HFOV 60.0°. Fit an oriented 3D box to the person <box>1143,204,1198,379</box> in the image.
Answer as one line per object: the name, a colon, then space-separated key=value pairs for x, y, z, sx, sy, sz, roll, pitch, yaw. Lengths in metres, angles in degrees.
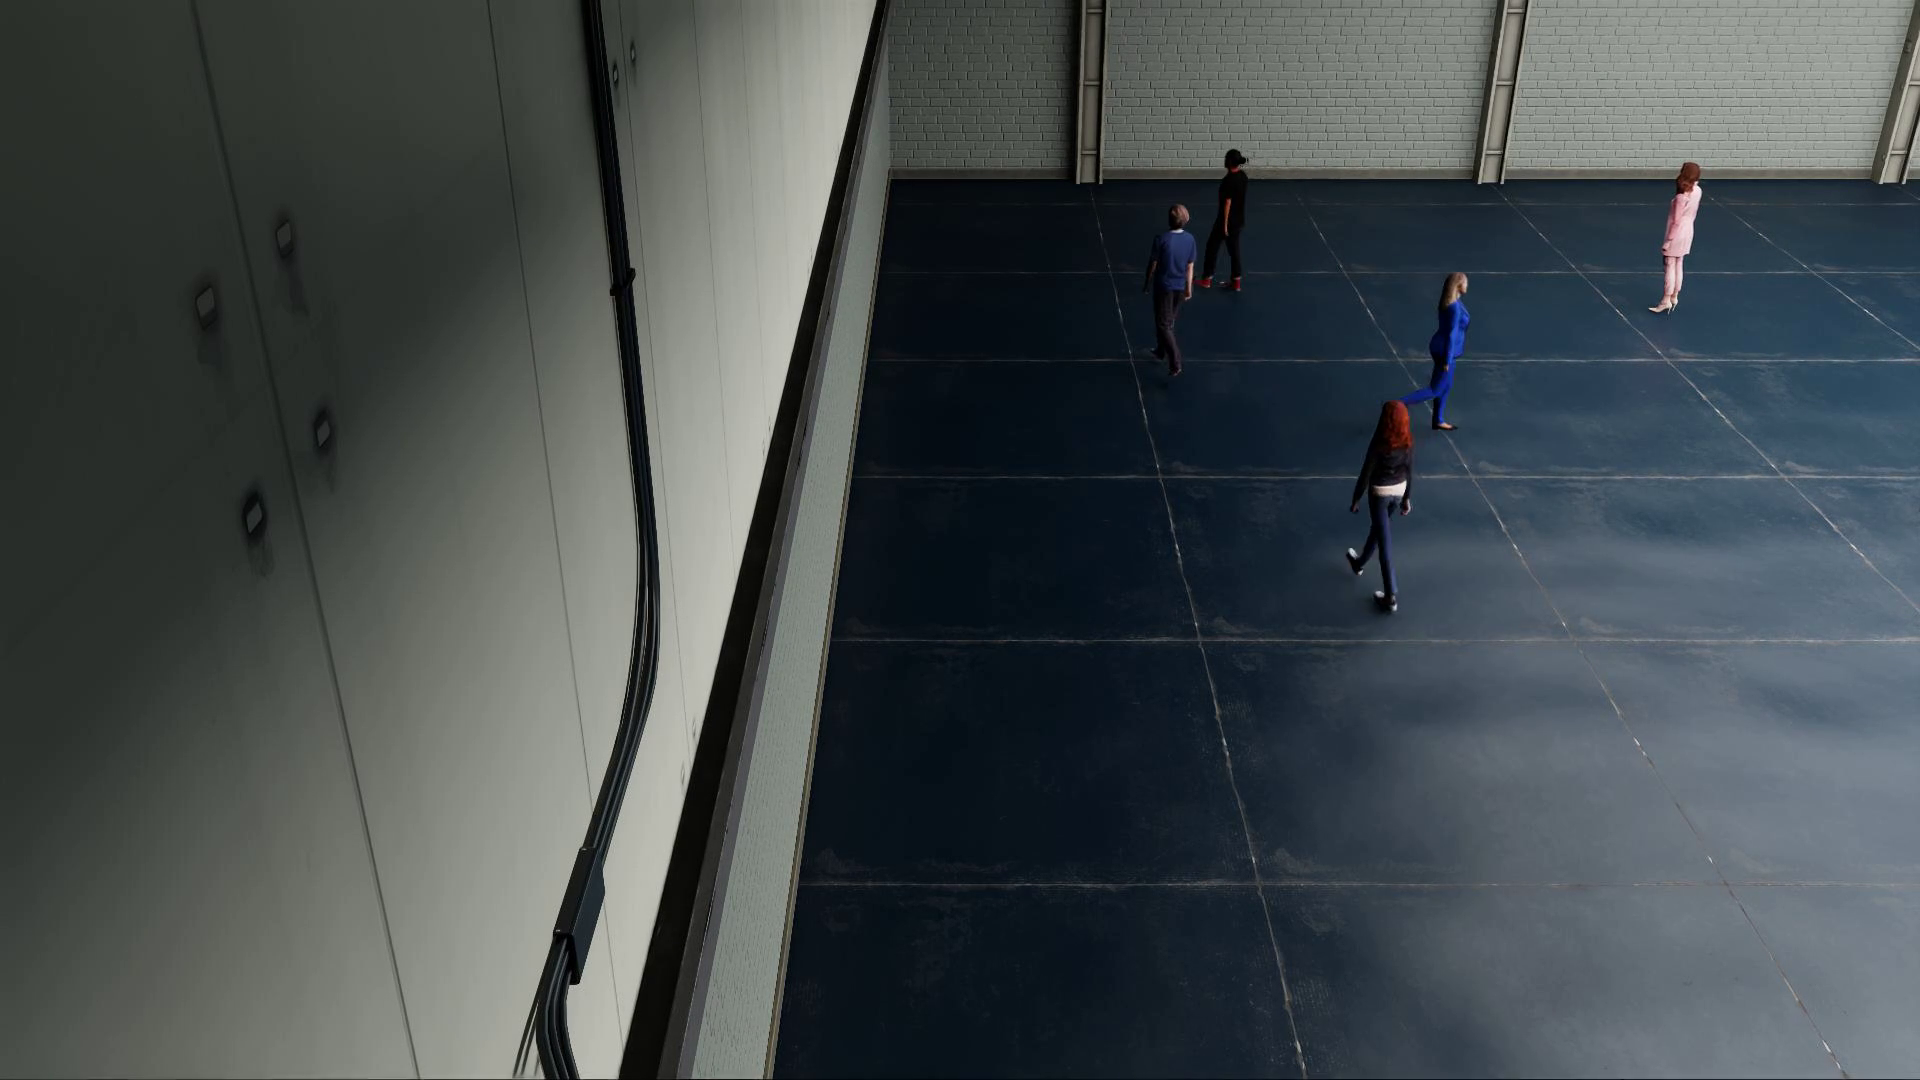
person: x=2.283 y=-2.639 z=17.853 sx=1.212 sy=1.830 sz=0.992 roll=-10 pitch=30 yaw=-17

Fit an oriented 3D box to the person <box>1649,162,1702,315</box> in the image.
person: x=8.472 y=-3.559 z=19.611 sx=0.665 sy=1.802 sz=0.754 roll=-21 pitch=34 yaw=-33

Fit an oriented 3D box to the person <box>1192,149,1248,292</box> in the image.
person: x=3.350 y=-3.873 z=20.264 sx=0.997 sy=1.742 sz=0.915 roll=21 pitch=34 yaw=34

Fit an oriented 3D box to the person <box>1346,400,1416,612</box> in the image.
person: x=3.490 y=-0.249 z=13.447 sx=1.103 sy=1.753 sz=0.903 roll=-9 pitch=29 yaw=-17

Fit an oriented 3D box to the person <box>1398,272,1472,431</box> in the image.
person: x=4.710 y=-1.837 z=16.508 sx=0.968 sy=1.679 sz=0.667 roll=2 pitch=28 yaw=3
